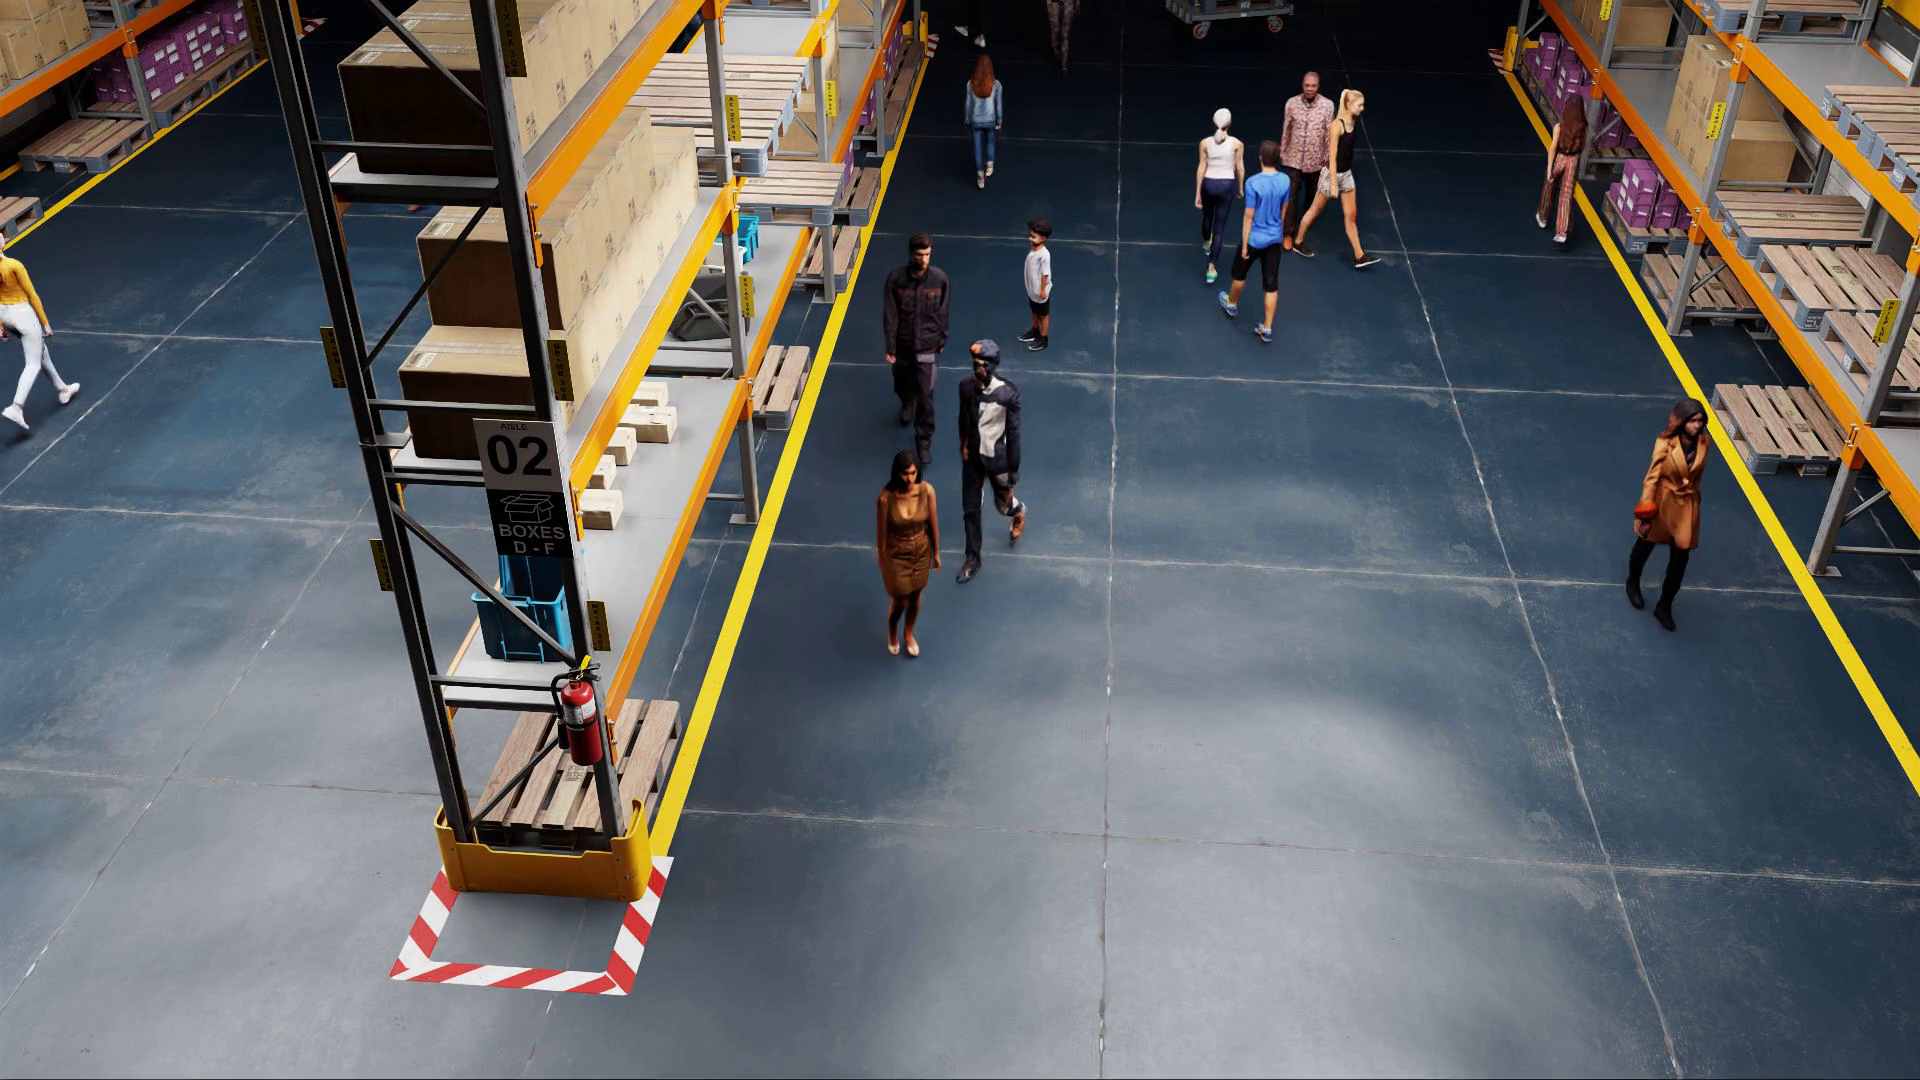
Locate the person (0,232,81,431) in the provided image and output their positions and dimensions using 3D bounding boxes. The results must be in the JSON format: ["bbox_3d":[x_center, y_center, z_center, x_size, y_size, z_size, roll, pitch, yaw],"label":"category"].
[{"bbox_3d":[-7.934,-1.767,13.967,0.625,1.716,1.169,5,34,7],"label":"person"}]

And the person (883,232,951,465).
[{"bbox_3d":[-0.381,-1.655,13.636,0.837,1.895,1.287,-1,34,-2],"label":"person"}]

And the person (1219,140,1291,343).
[{"bbox_3d":[2.815,-2.690,15.250,0.872,1.832,1.166,-8,34,-12],"label":"person"}]

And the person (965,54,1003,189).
[{"bbox_3d":[0.252,-4.636,18.515,0.620,1.459,0.799,-2,34,-2],"label":"person"}]

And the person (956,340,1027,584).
[{"bbox_3d":[0.263,-0.620,12.105,0.925,1.865,1.167,15,36,21],"label":"person"}]

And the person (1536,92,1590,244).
[{"bbox_3d":[6.287,-3.823,17.230,0.536,1.528,1.085,2,34,3],"label":"person"}]

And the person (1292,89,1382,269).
[{"bbox_3d":[3.701,-3.654,16.750,1.183,1.776,1.223,28,42,35],"label":"person"}]

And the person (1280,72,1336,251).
[{"bbox_3d":[3.590,-3.970,17.219,0.741,1.783,1.148,6,34,9],"label":"person"}]

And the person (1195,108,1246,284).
[{"bbox_3d":[2.541,-3.362,16.428,0.776,1.647,1.219,9,35,14],"label":"person"}]

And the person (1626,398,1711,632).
[{"bbox_3d":[4.920,-0.251,11.699,0.775,1.702,0.871,-2,34,-3],"label":"person"}]

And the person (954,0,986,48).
[{"bbox_3d":[0.210,-7.586,22.769,1.019,1.662,1.088,-21,39,-28],"label":"person"}]

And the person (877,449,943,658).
[{"bbox_3d":[-0.381,0.062,11.250,0.666,1.676,0.707,-13,36,-19],"label":"person"}]

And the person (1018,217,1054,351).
[{"bbox_3d":[0.727,-2.377,15.299,0.622,1.257,0.537,-13,36,-19],"label":"person"}]

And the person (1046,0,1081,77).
[{"bbox_3d":[1.312,-7.035,21.946,0.718,1.656,1.203,-2,34,-4],"label":"person"}]
